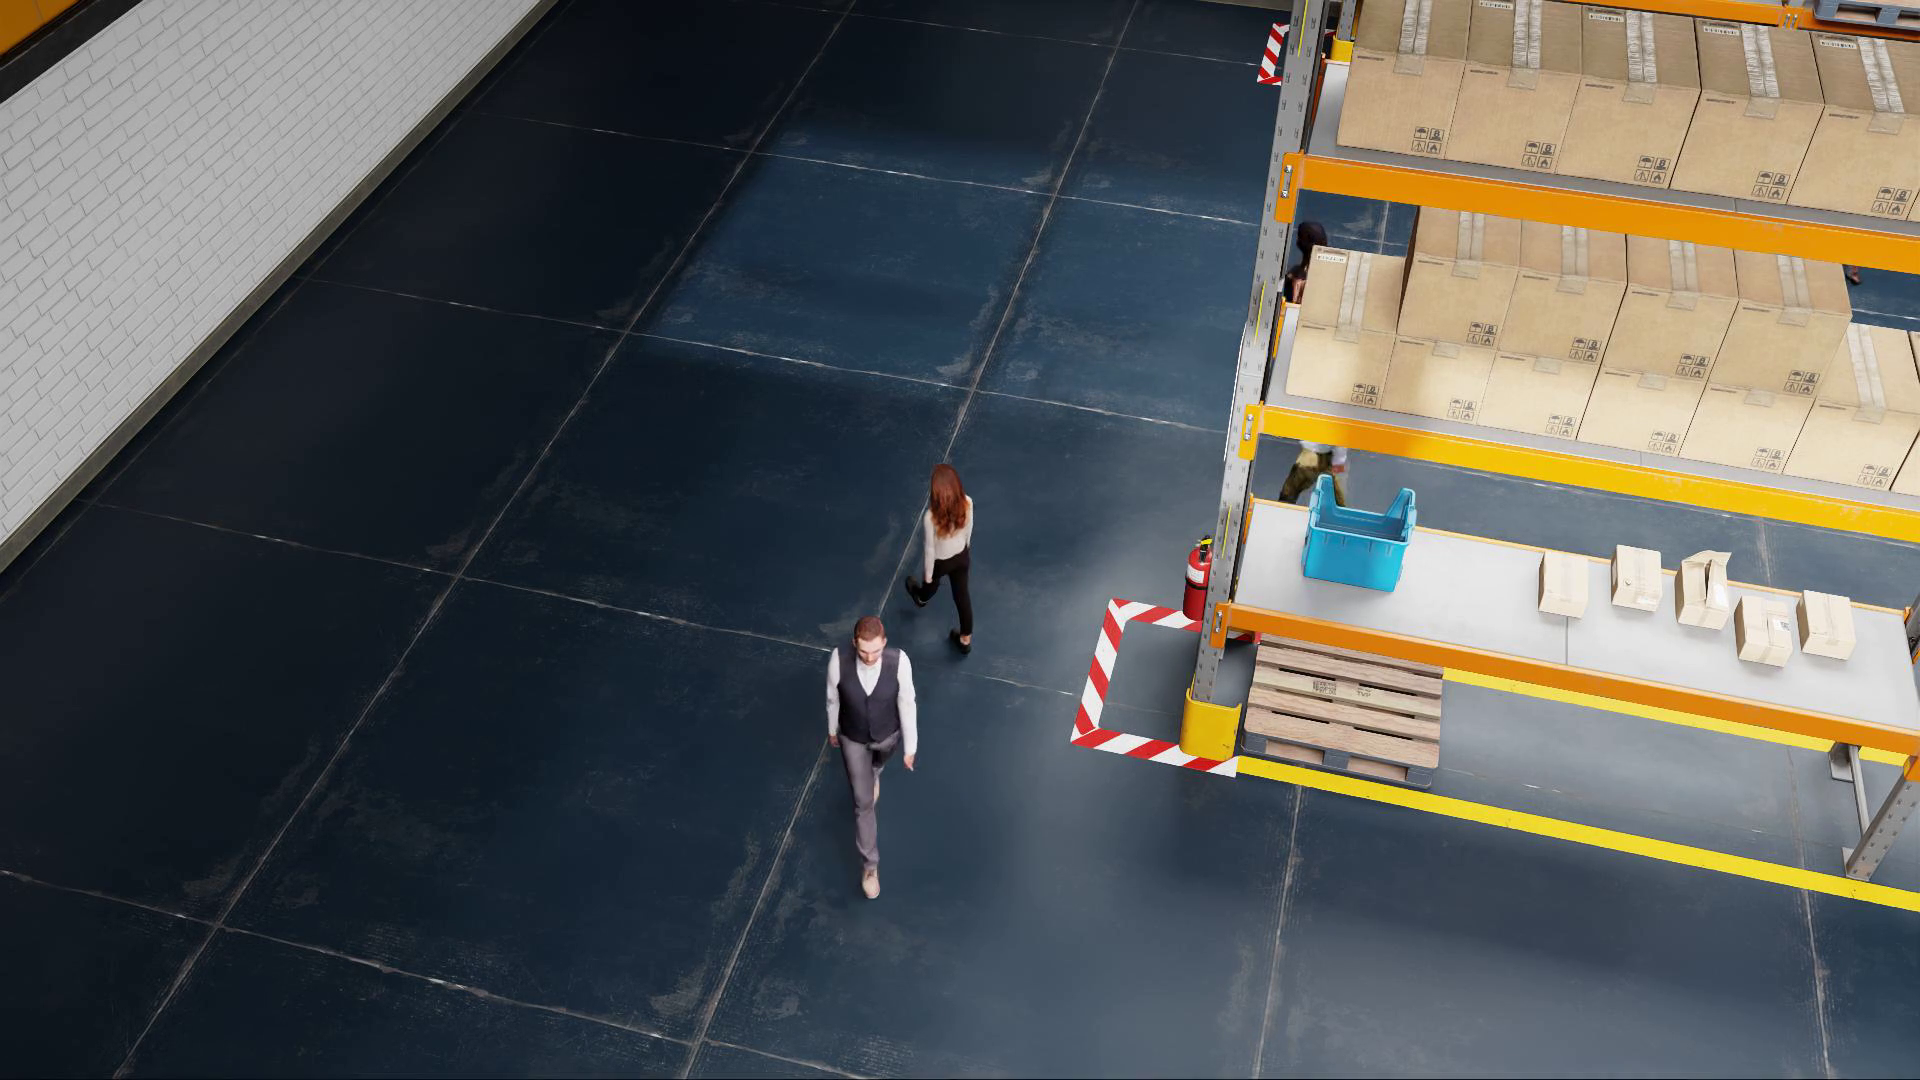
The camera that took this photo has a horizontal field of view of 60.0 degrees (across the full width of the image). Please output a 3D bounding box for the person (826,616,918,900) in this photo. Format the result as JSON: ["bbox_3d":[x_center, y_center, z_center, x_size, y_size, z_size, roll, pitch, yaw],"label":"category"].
[{"bbox_3d":[-0.506,1.033,9.640,1.298,1.886,1.052,-3,44,-3],"label":"person"}]

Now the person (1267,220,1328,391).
[{"bbox_3d":[2.676,-1.572,12.534,0.989,1.667,1.150,-33,52,-30],"label":"person"}]

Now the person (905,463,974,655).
[{"bbox_3d":[-0.037,0.167,10.867,0.953,1.448,1.013,-22,48,-22],"label":"person"}]
